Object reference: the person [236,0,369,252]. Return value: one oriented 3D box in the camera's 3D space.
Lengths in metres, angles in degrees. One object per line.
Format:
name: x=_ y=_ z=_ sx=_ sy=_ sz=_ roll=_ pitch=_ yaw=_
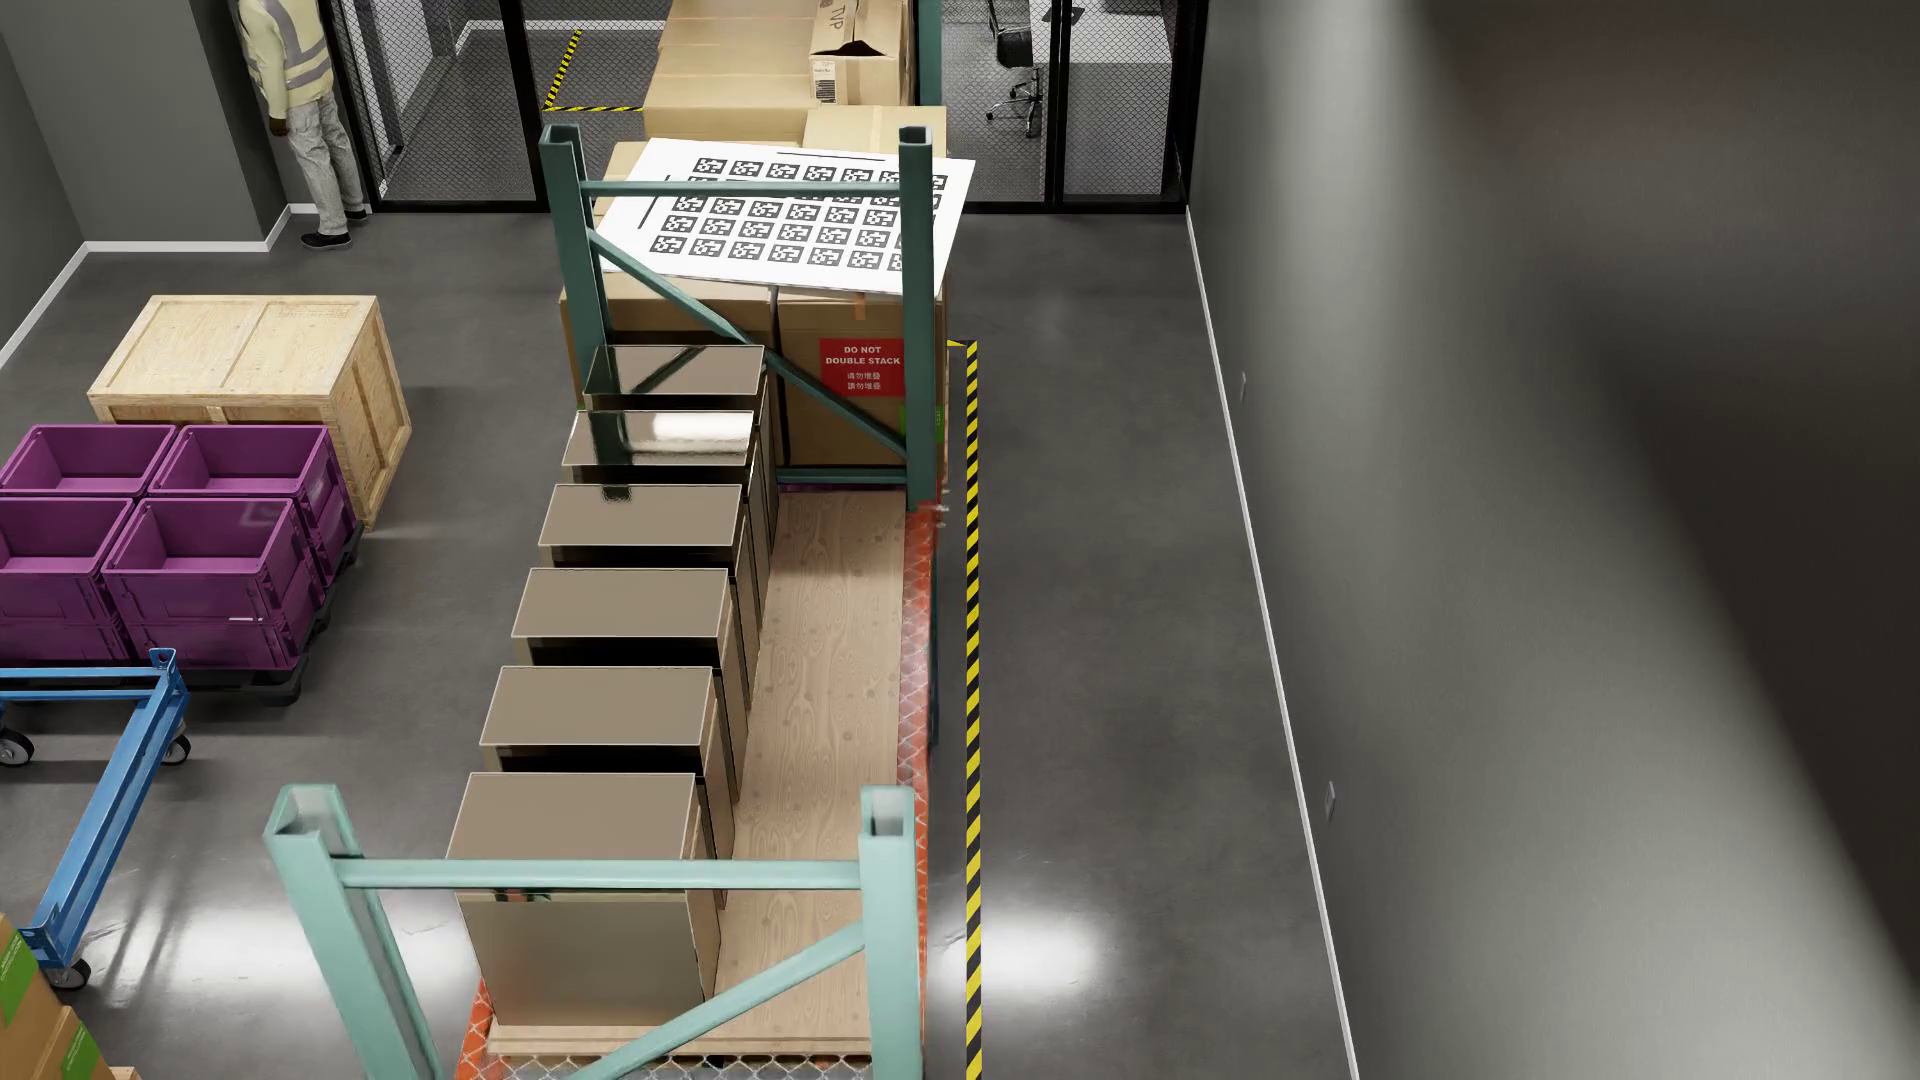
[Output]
person: x=-3.479 y=-2.383 z=8.688 sx=0.404 sy=1.834 sz=0.592 roll=7 pitch=42 yaw=7
